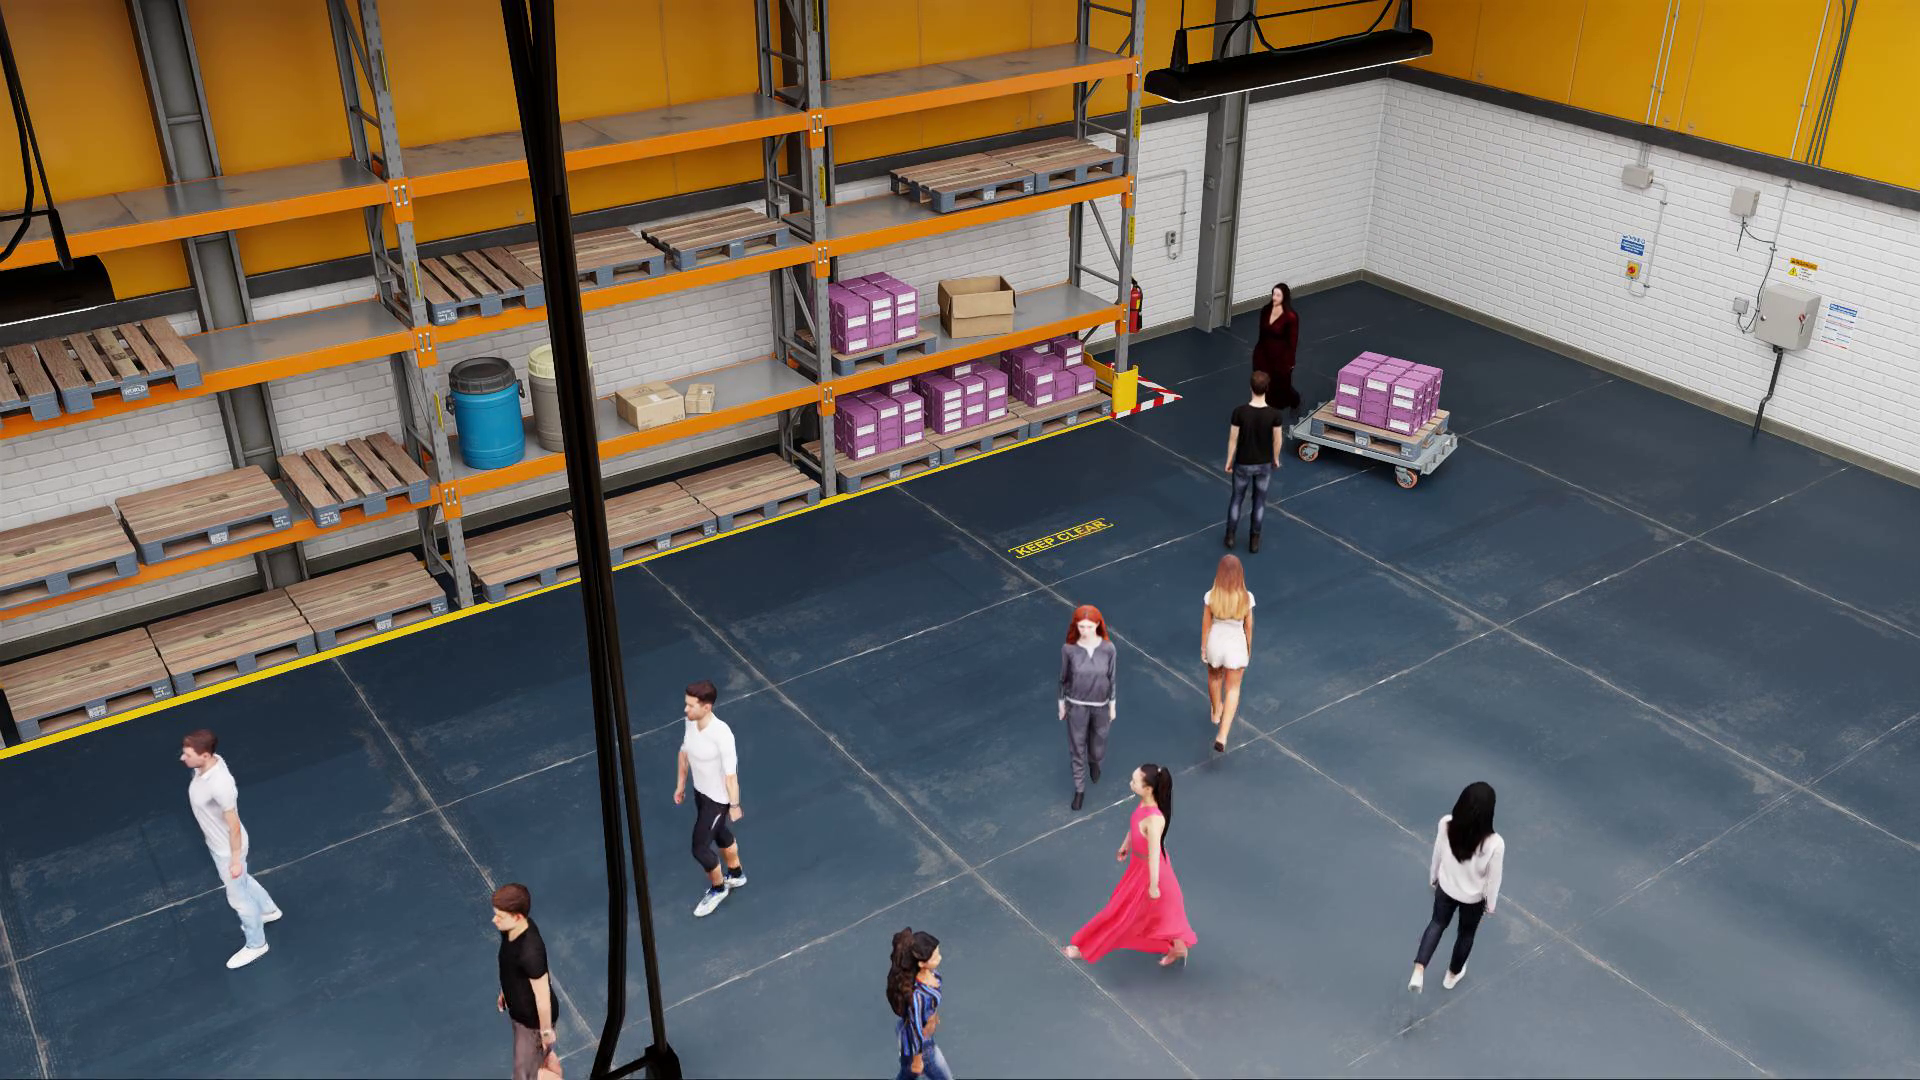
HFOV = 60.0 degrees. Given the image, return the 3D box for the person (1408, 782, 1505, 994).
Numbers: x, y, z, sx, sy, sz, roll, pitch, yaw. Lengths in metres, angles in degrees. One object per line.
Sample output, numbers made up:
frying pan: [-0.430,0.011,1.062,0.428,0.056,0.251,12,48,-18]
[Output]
person: [3.229,2.328,10.829,0.751,1.684,0.935,22,35,34]

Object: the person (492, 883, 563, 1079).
person: [-2.458,2.752,9.876,0.684,1.852,0.680,-16,32,-26]

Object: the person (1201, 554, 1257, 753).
person: [2.147,0.920,13.421,1.008,1.674,1.097,6,29,11]

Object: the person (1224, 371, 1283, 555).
person: [2.879,-0.738,16.231,0.795,1.892,0.855,5,29,9]

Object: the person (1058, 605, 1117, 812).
person: [0.978,1.239,12.743,0.794,1.762,0.848,2,29,4]

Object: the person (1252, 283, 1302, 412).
person: [3.621,-2.087,18.866,0.789,1.738,1.053,24,37,37]

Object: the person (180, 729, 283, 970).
person: [-4.934,2.017,11.217,0.678,1.858,0.677,-18,33,-29]

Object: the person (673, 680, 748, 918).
person: [-1.673,1.746,11.736,0.707,1.837,0.646,-18,34,-30]

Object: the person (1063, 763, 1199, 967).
person: [1.335,2.212,11.047,1.177,1.679,1.054,2,29,4]

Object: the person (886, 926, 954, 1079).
person: [-0.321,2.941,9.788,0.883,1.604,0.812,-2,29,-4]
